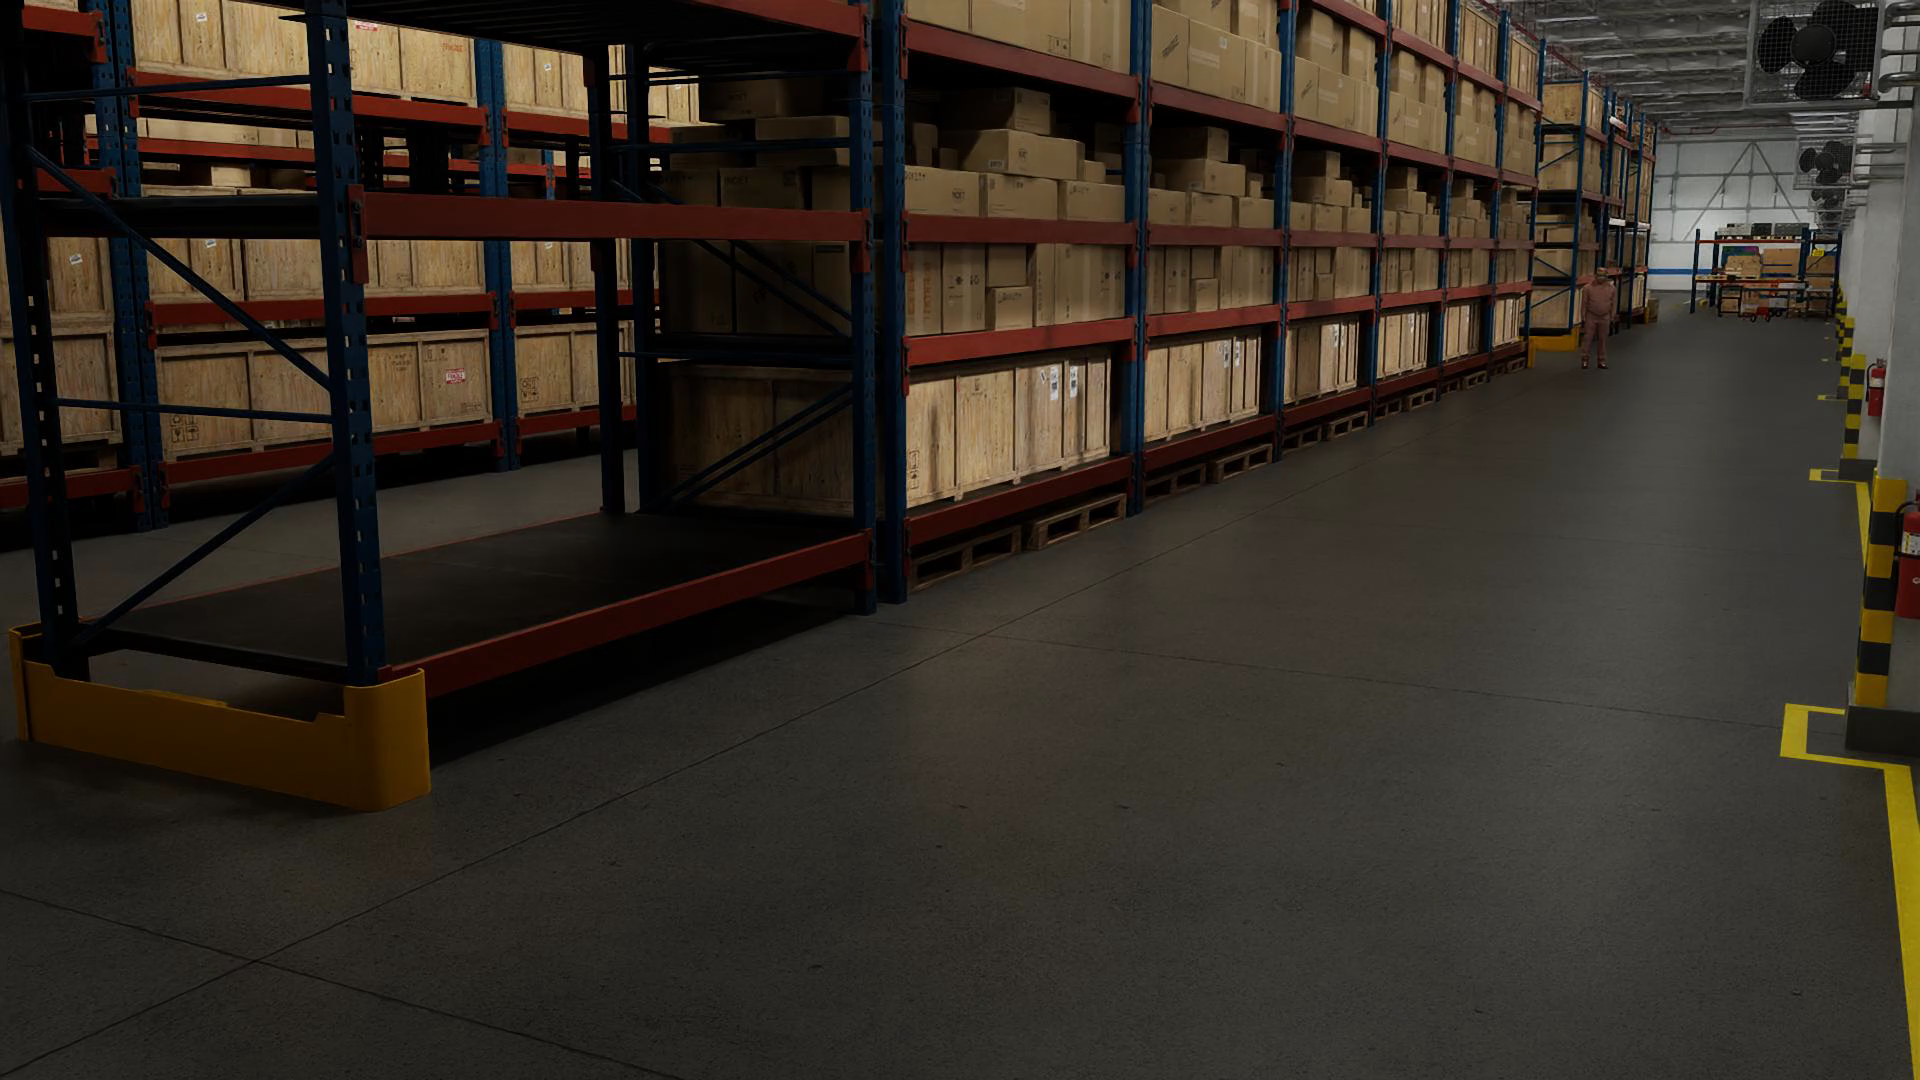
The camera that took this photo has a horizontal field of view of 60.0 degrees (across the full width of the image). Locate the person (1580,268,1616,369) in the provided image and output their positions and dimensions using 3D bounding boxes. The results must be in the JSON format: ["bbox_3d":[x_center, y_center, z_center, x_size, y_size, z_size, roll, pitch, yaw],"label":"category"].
[{"bbox_3d":[12.014,-4.169,31.317,0.638,1.902,0.407,1,10,6],"label":"person"}]
